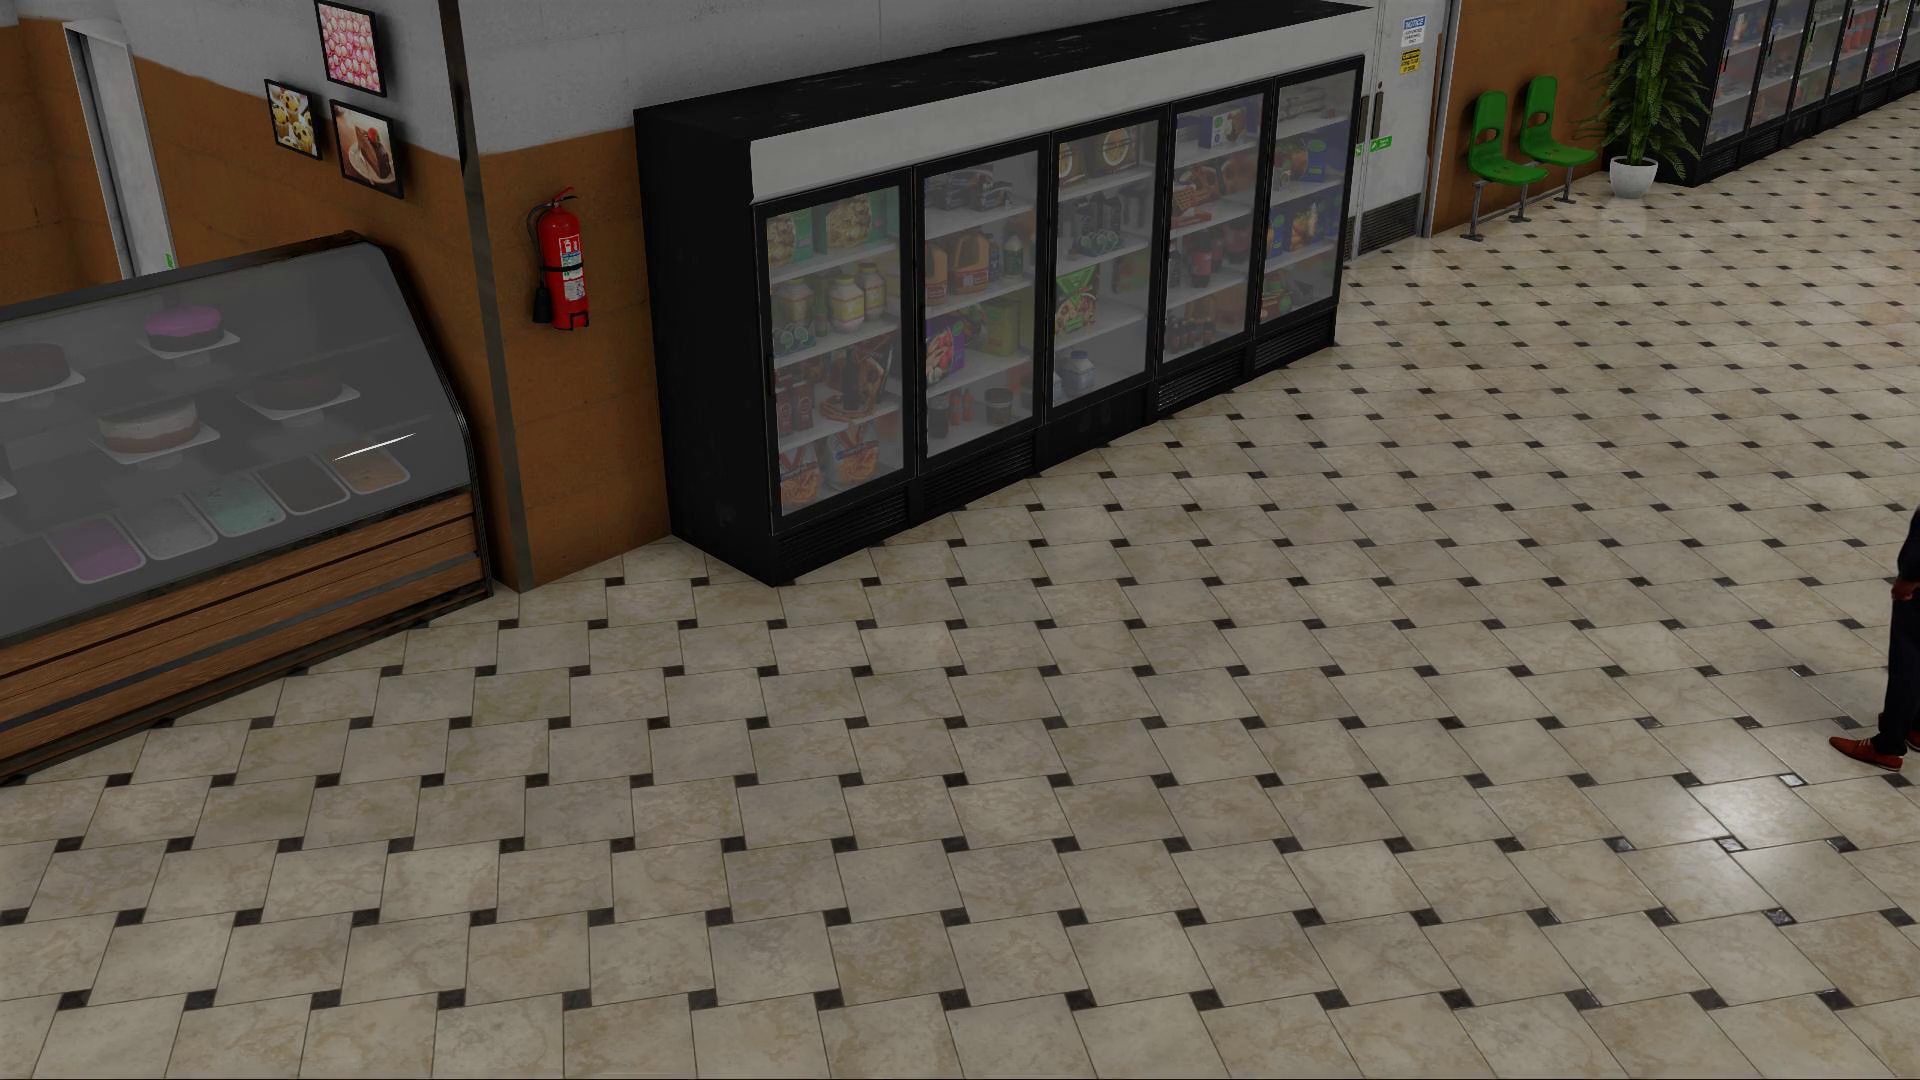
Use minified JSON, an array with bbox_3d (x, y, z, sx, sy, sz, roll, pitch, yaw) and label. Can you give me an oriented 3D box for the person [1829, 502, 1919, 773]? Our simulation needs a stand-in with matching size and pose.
[{"bbox_3d":[4.035,0.104,6.808,0.758,1.824,0.685,-15,30,-27],"label":"person"}]
